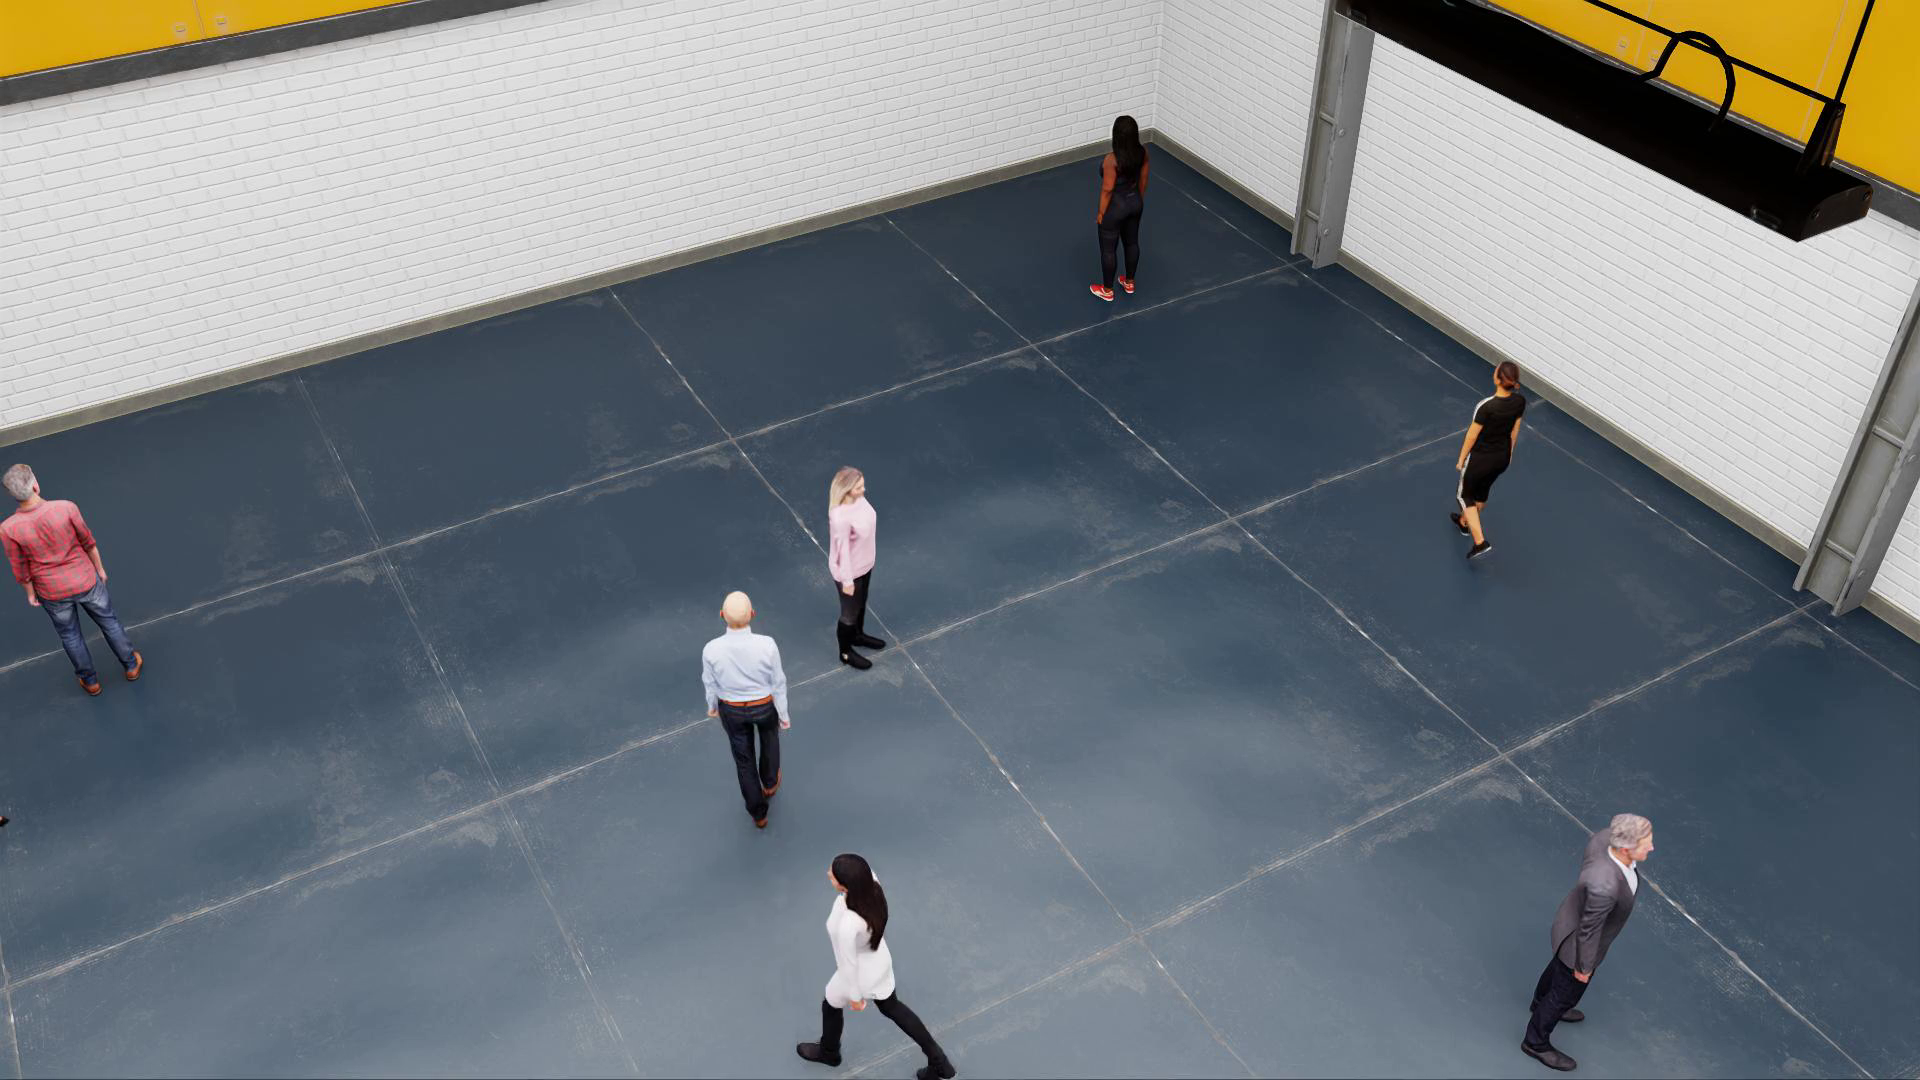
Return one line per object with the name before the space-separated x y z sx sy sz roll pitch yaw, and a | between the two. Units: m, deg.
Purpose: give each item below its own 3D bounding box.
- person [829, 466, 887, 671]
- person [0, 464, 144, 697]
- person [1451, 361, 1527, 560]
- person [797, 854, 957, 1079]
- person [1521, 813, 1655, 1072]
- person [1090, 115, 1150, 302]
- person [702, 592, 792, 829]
person | -0.761 0.168 11.477 0.747 1.685 0.690 10 40 12
person | -6.035 0.273 11.229 0.690 1.830 0.551 -22 43 -25
person | 3.972 -0.588 12.448 0.725 1.654 0.981 -11 40 -13
person | -0.427 2.289 8.750 1.209 1.773 1.066 14 41 17
person | 3.363 2.108 8.929 0.806 1.832 0.791 15 41 18
person | 1.496 -3.094 15.456 0.655 1.816 0.597 -21 43 -24
person | -1.295 1.110 10.225 0.817 1.776 0.885 -5 39 -6
